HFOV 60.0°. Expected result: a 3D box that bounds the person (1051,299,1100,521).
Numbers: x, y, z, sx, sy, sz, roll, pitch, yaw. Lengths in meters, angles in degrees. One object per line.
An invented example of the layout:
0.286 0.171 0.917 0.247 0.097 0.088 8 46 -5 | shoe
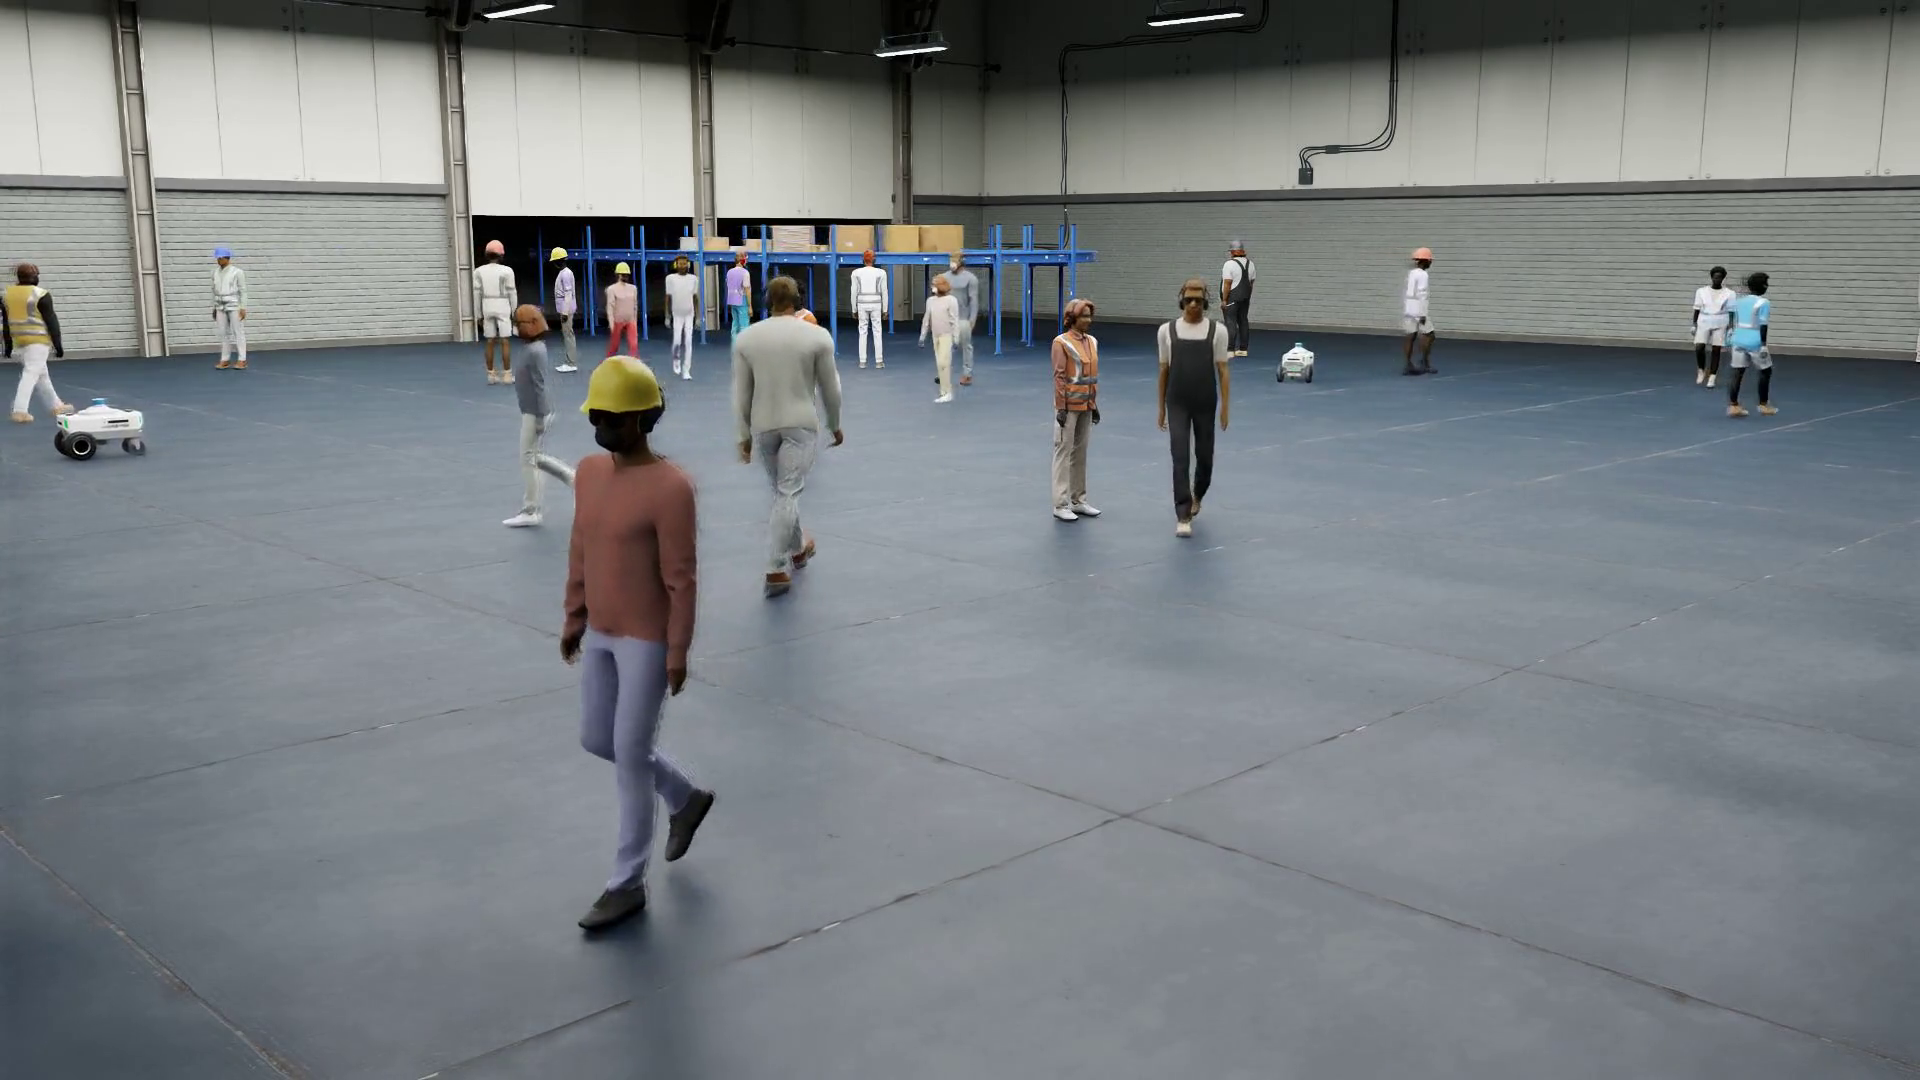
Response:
0.864 -0.979 12.462 0.307 1.641 0.513 8 13 37 | person

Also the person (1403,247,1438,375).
7.060 -3.464 25.236 0.649 1.919 0.570 -1 10 -7 | person

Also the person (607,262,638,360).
-4.982 -3.224 24.477 0.540 1.722 0.908 -9 14 -40 | person

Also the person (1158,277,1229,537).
1.675 -0.977 11.974 0.516 1.823 0.800 2 11 9 | person

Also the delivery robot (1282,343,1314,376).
4.938 -2.630 24.282 0.477 0.478 0.707 4 11 22 | delivery robot

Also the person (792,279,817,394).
-1.589 -1.676 16.100 0.317 1.697 0.540 -10 14 -43 | person

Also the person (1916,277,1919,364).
16.063 -3.841 27.342 0.402 1.906 0.652 -2 11 -9 | person

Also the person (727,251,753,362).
-3.685 -3.905 27.854 0.564 1.846 0.390 10 15 44 | person

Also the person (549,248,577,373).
-6.156 -3.574 25.857 0.382 1.917 0.585 -3 11 -16 | person

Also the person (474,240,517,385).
-6.596 -3.248 23.742 0.614 2.039 0.395 2 11 9 | person

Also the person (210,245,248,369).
-11.610 -3.687 26.387 0.614 1.945 0.404 2 11 11 | person

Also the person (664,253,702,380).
-4.096 -3.308 24.564 0.545 1.856 0.477 -4 11 -20 | person

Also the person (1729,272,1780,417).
9.317 -2.272 19.382 0.683 1.671 0.553 -3 11 -16 | person

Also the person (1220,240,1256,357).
4.791 -4.207 29.084 0.689 2.000 0.537 -7 13 -34 | person

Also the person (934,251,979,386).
-0.059 -3.102 23.360 0.651 1.882 1.003 4 11 22 | person

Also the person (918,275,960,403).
-0.279 -2.529 20.996 0.603 1.616 0.515 -10 14 -43 | person

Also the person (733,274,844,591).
-1.053 -0.673 10.173 0.623 1.876 1.058 3 11 15 | person

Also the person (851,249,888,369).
-1.442 -3.684 26.543 0.584 1.881 0.337 0 10 1 | person

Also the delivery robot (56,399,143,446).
-8.298 -1.121 16.056 0.707 0.478 0.477 -9 13 -39 | delivery robot

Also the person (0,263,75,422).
-10.615 -2.268 19.077 0.642 1.794 0.984 3 11 16 | person

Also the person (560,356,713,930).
-1.021 0.287 5.255 0.552 1.748 0.643 9 14 41 | person

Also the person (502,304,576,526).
-3.068 -0.923 12.221 0.605 1.616 0.506 -5 11 -25 | person

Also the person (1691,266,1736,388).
10.459 -2.956 23.095 0.558 1.681 0.379 6 12 28 | person
